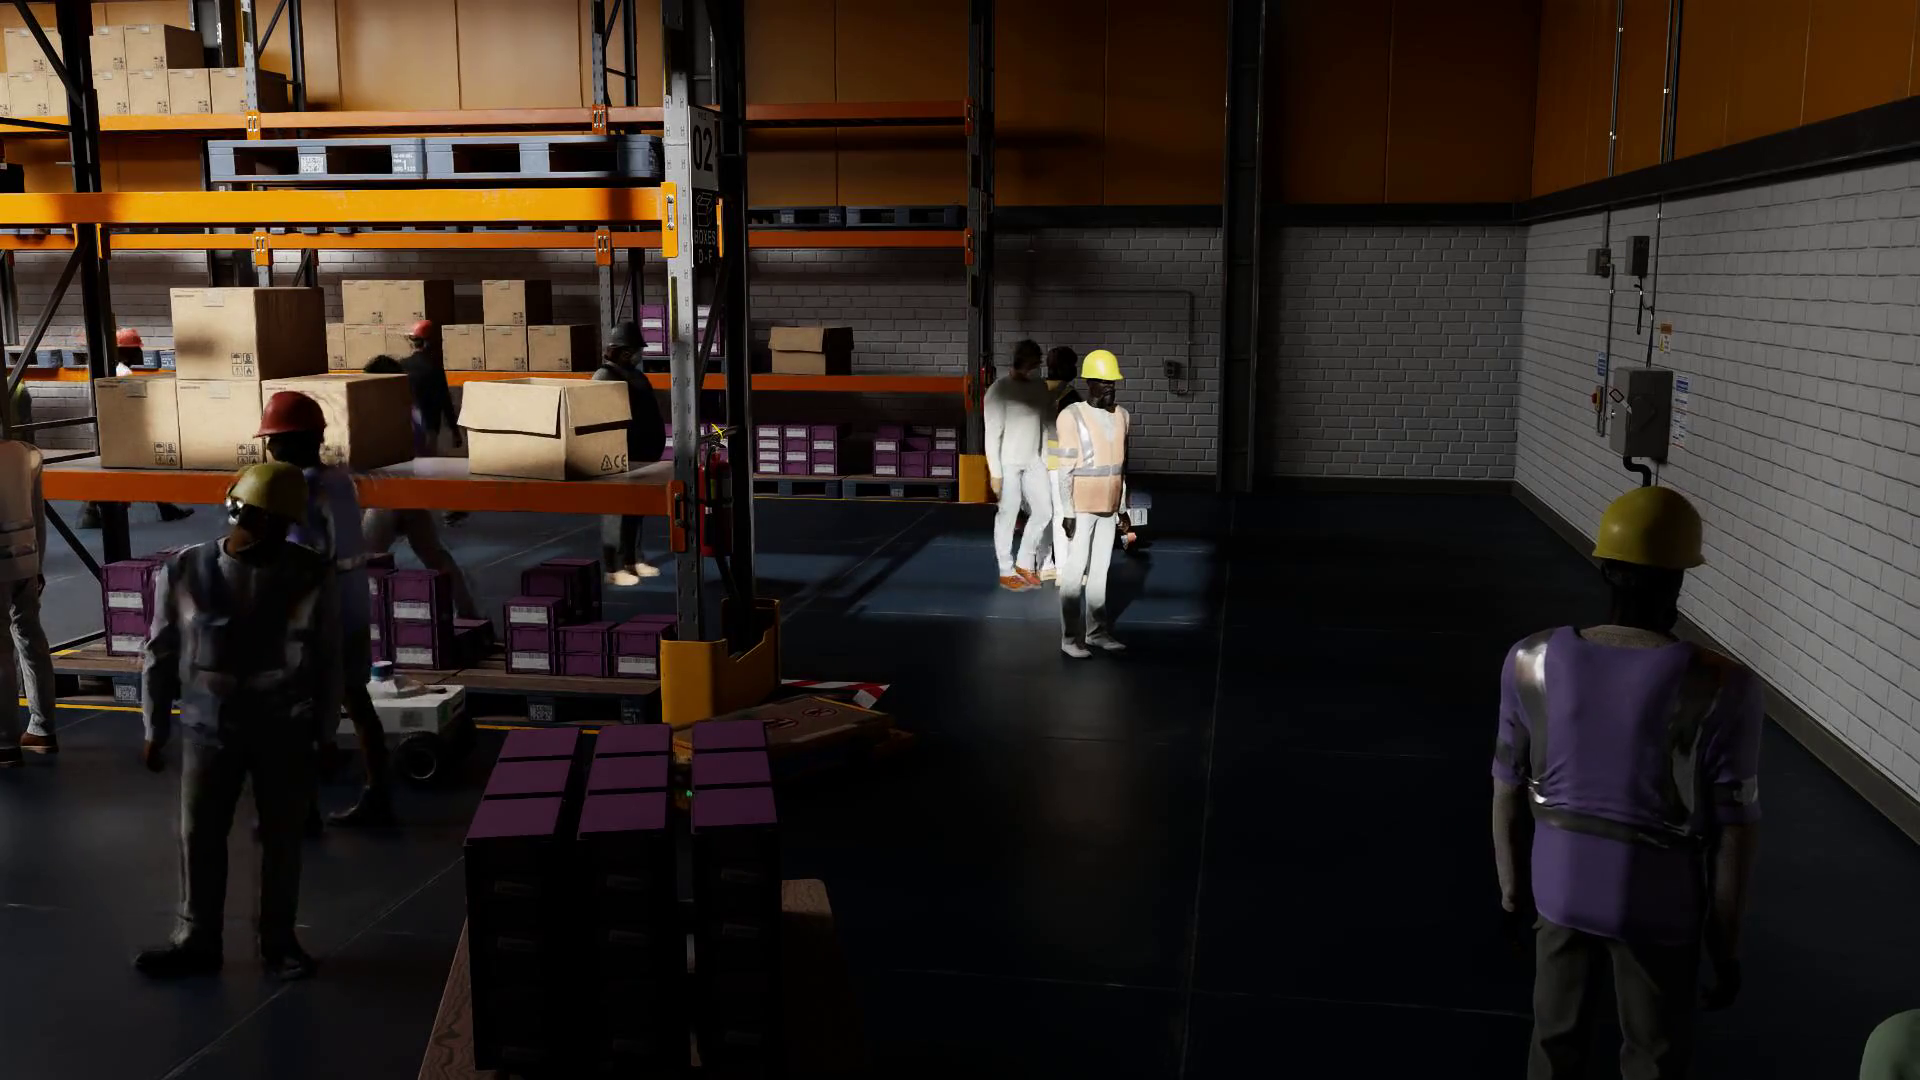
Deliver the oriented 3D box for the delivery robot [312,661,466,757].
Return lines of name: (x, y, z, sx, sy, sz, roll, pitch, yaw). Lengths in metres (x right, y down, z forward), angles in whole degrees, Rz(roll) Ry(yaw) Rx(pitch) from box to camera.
delivery robot: (-2.737, 0.820, 7.905, 0.707, 0.478, 0.477, 0, 9, -1)

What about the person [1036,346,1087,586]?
person: (0.778, -0.570, 12.837, 0.429, 1.843, 0.633, -5, 10, -28)

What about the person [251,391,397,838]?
person: (-2.780, 0.324, 7.107, 0.710, 1.909, 0.549, 1, 9, 7)

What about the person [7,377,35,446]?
person: (-7.971, -0.679, 13.658, 0.628, 1.804, 0.831, -3, 10, -16)

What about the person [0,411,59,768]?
person: (-4.694, 0.170, 8.109, 0.354, 1.887, 0.573, 2, 9, 13)

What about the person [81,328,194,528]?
person: (-7.888, -1.056, 15.751, 1.008, 1.880, 0.566, -6, 11, -31)

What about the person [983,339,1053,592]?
person: (0.445, -0.540, 12.430, 0.679, 1.908, 0.524, -8, 12, -41)

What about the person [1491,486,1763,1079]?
person: (1.529, 0.833, 3.864, 0.589, 1.927, 0.387, 8, 12, 41)

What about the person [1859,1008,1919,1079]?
person: (1.520, 1.219, 2.372, 0.507, 1.636, 0.275, 3, 10, 20)

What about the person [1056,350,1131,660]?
person: (0.856, -0.229, 10.455, 0.588, 1.928, 0.383, -8, 12, -40)

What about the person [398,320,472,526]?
person: (-4.853, -1.049, 15.444, 0.663, 1.953, 0.938, 7, 12, 37)

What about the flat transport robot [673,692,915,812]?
flat transport robot: (-0.936, 0.993, 8.000, 0.652, 0.197, 1.431, 8, 12, 41)

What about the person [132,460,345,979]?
person: (-2.452, 0.631, 5.586, 0.743, 1.793, 0.406, -2, 9, -15)

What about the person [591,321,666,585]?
person: (-2.550, -0.682, 12.917, 0.536, 2.000, 0.688, 3, 10, 16)

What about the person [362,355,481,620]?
person: (-3.619, -0.258, 10.798, 1.033, 1.892, 0.647, 1, 9, 6)
